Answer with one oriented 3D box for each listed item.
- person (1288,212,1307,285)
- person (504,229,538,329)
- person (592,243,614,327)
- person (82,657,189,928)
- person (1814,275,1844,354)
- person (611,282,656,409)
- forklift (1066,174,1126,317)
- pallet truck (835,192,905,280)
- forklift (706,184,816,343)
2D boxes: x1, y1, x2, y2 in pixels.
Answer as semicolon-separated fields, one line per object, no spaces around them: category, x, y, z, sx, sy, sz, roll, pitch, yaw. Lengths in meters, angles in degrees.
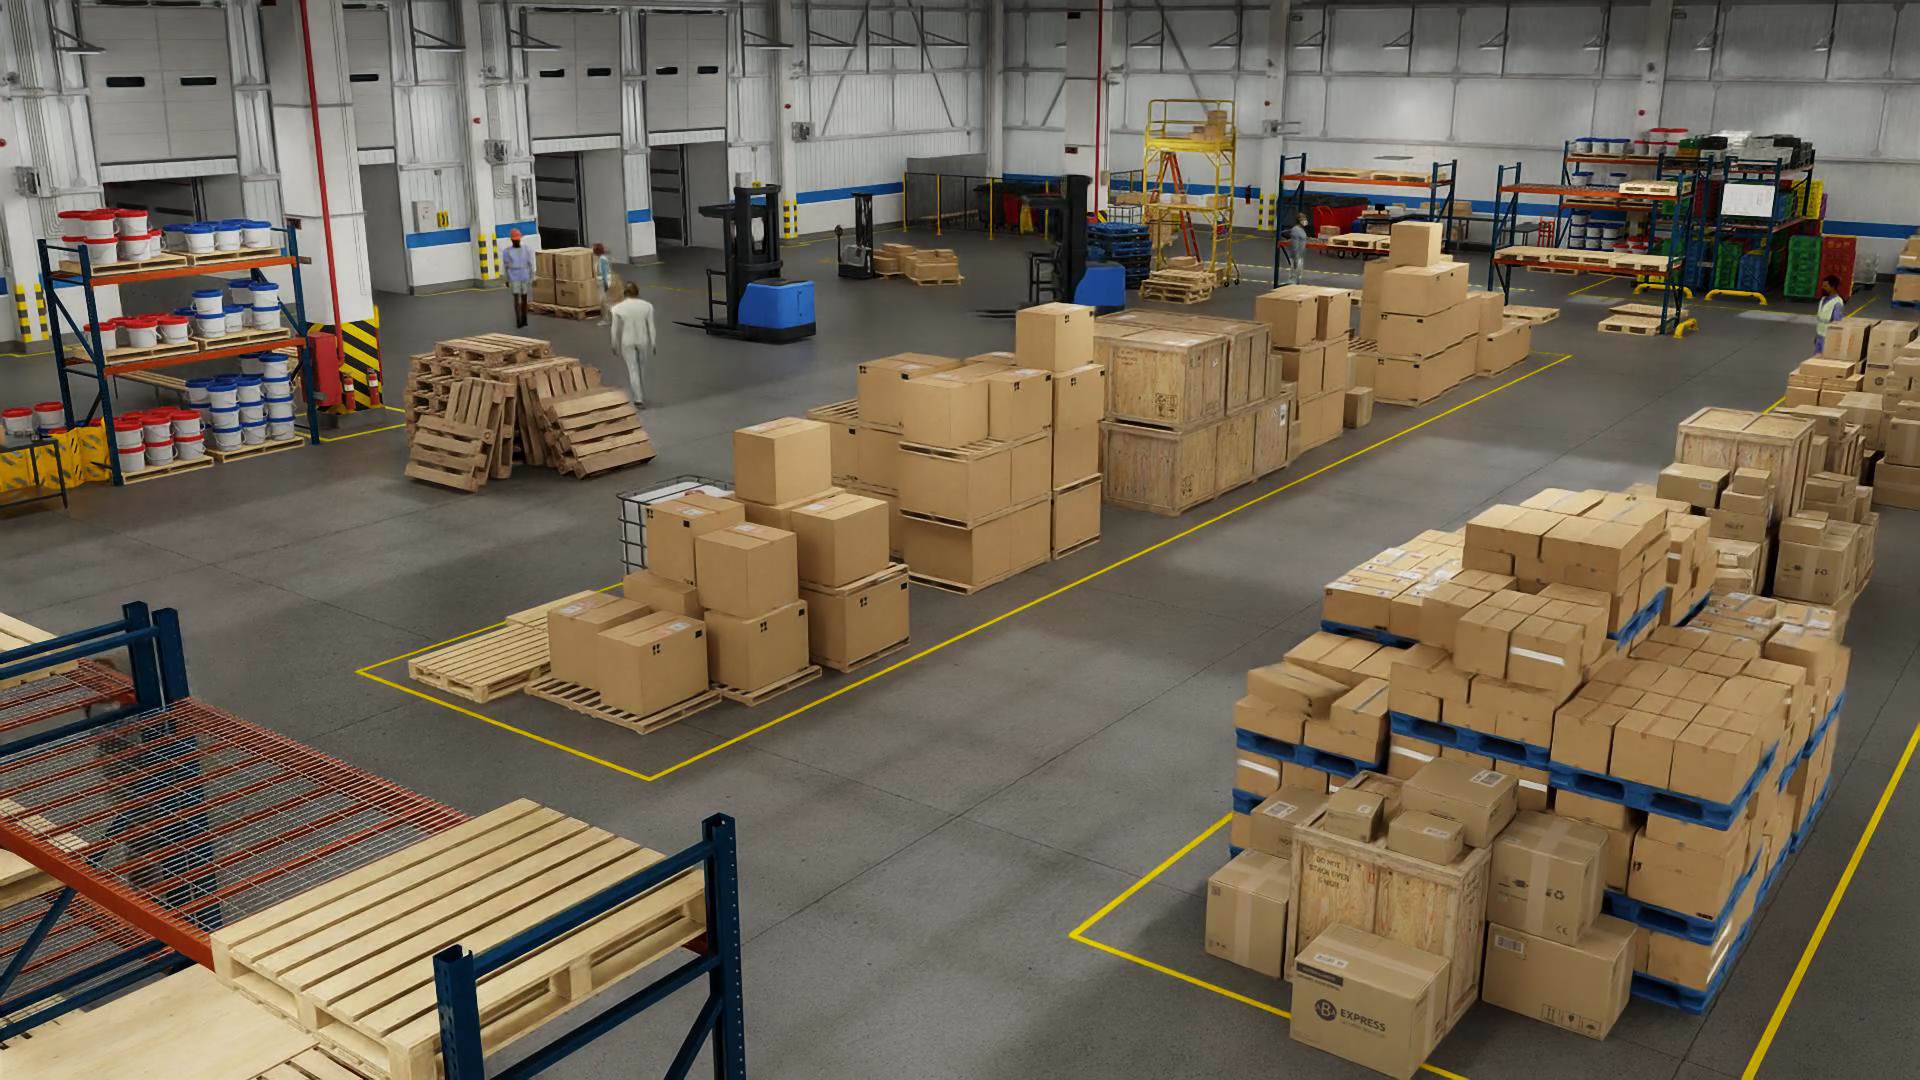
person;7.080;-5.888;34.876;0.372;1.940;0.631;6;18;19
person;-8.475;-5.042;32.145;0.566;1.888;0.918;-7;18;-22
person;-6.898;-4.965;32.339;0.419;1.621;0.540;-7;18;-21
person;-5.200;1.522;10.573;0.572;1.810;0.760;7;18;21
person;13.469;-3.147;25.835;0.386;1.918;0.590;2;17;6
person;-4.995;-2.992;25.372;0.651;1.882;1.003;-8;18;-24
forklift;2.327;-5.821;33.050;1.873;2.768;1.129;-1;17;-5
pallet truck;-1.936;-7.159;38.982;1.885;1.965;0.823;-12;21;-34
forklift;-3.717;-5.181;30.929;1.873;2.768;1.129;12;21;35
